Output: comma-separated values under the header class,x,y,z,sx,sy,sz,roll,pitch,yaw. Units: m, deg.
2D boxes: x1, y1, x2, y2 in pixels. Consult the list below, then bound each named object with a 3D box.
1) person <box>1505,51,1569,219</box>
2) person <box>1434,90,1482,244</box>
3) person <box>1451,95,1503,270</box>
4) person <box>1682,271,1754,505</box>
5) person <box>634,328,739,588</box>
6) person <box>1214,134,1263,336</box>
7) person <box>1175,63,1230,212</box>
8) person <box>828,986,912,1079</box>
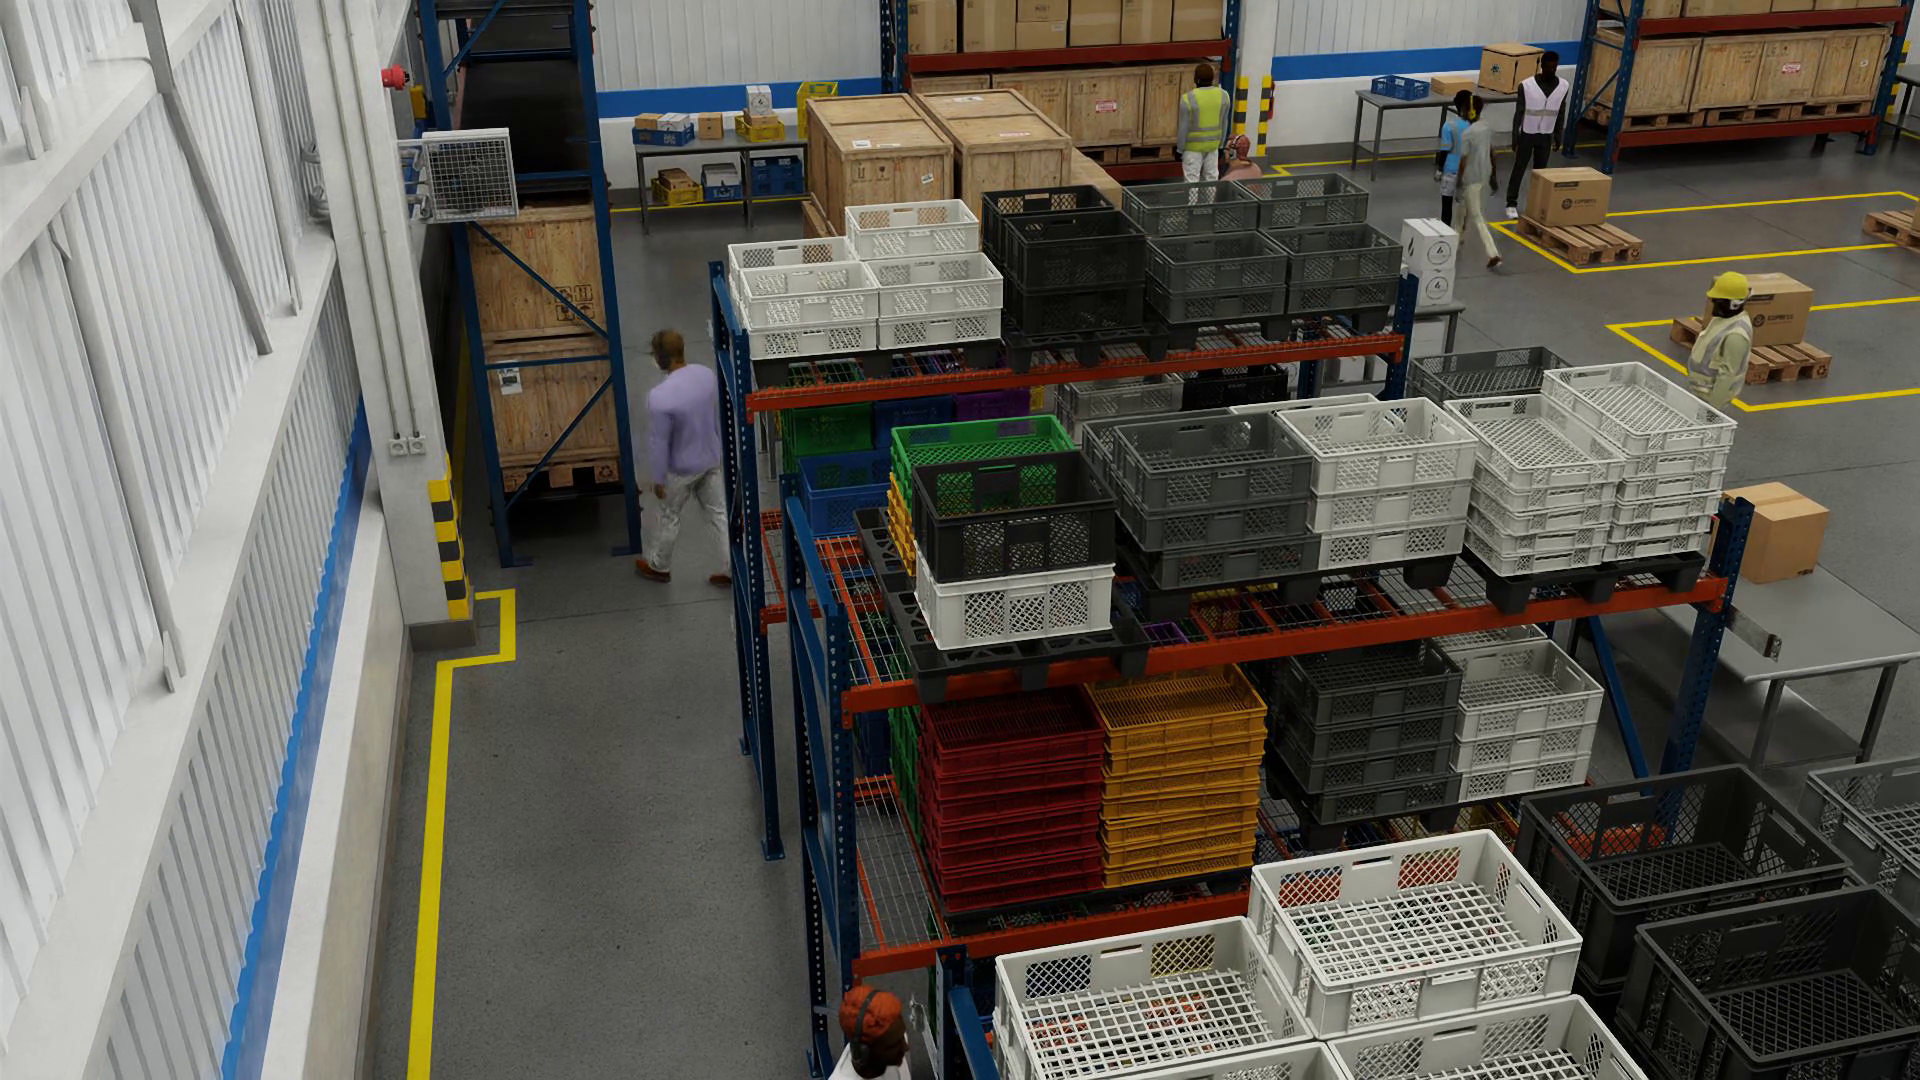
class,x,y,z,sx,sy,sz,roll,pitch,yaw
person,6.622,-4.662,19.121,0.592,1.910,0.384,-2,28,-4
person,5.437,-4.060,18.199,0.533,1.698,0.322,-10,29,-19
person,5.482,-3.783,17.569,0.567,1.812,0.918,-25,37,-39
person,5.675,-1.149,12.546,0.403,1.823,0.594,8,29,15
person,-1.901,-0.540,11.330,0.828,1.897,0.653,16,32,28
person,2.569,-2.888,15.754,0.399,1.909,0.642,18,33,30
person,2.701,-4.435,18.758,0.624,1.844,0.430,-10,29,-18
person,-0.295,2.328,5.886,0.355,1.882,0.574,8,29,15
